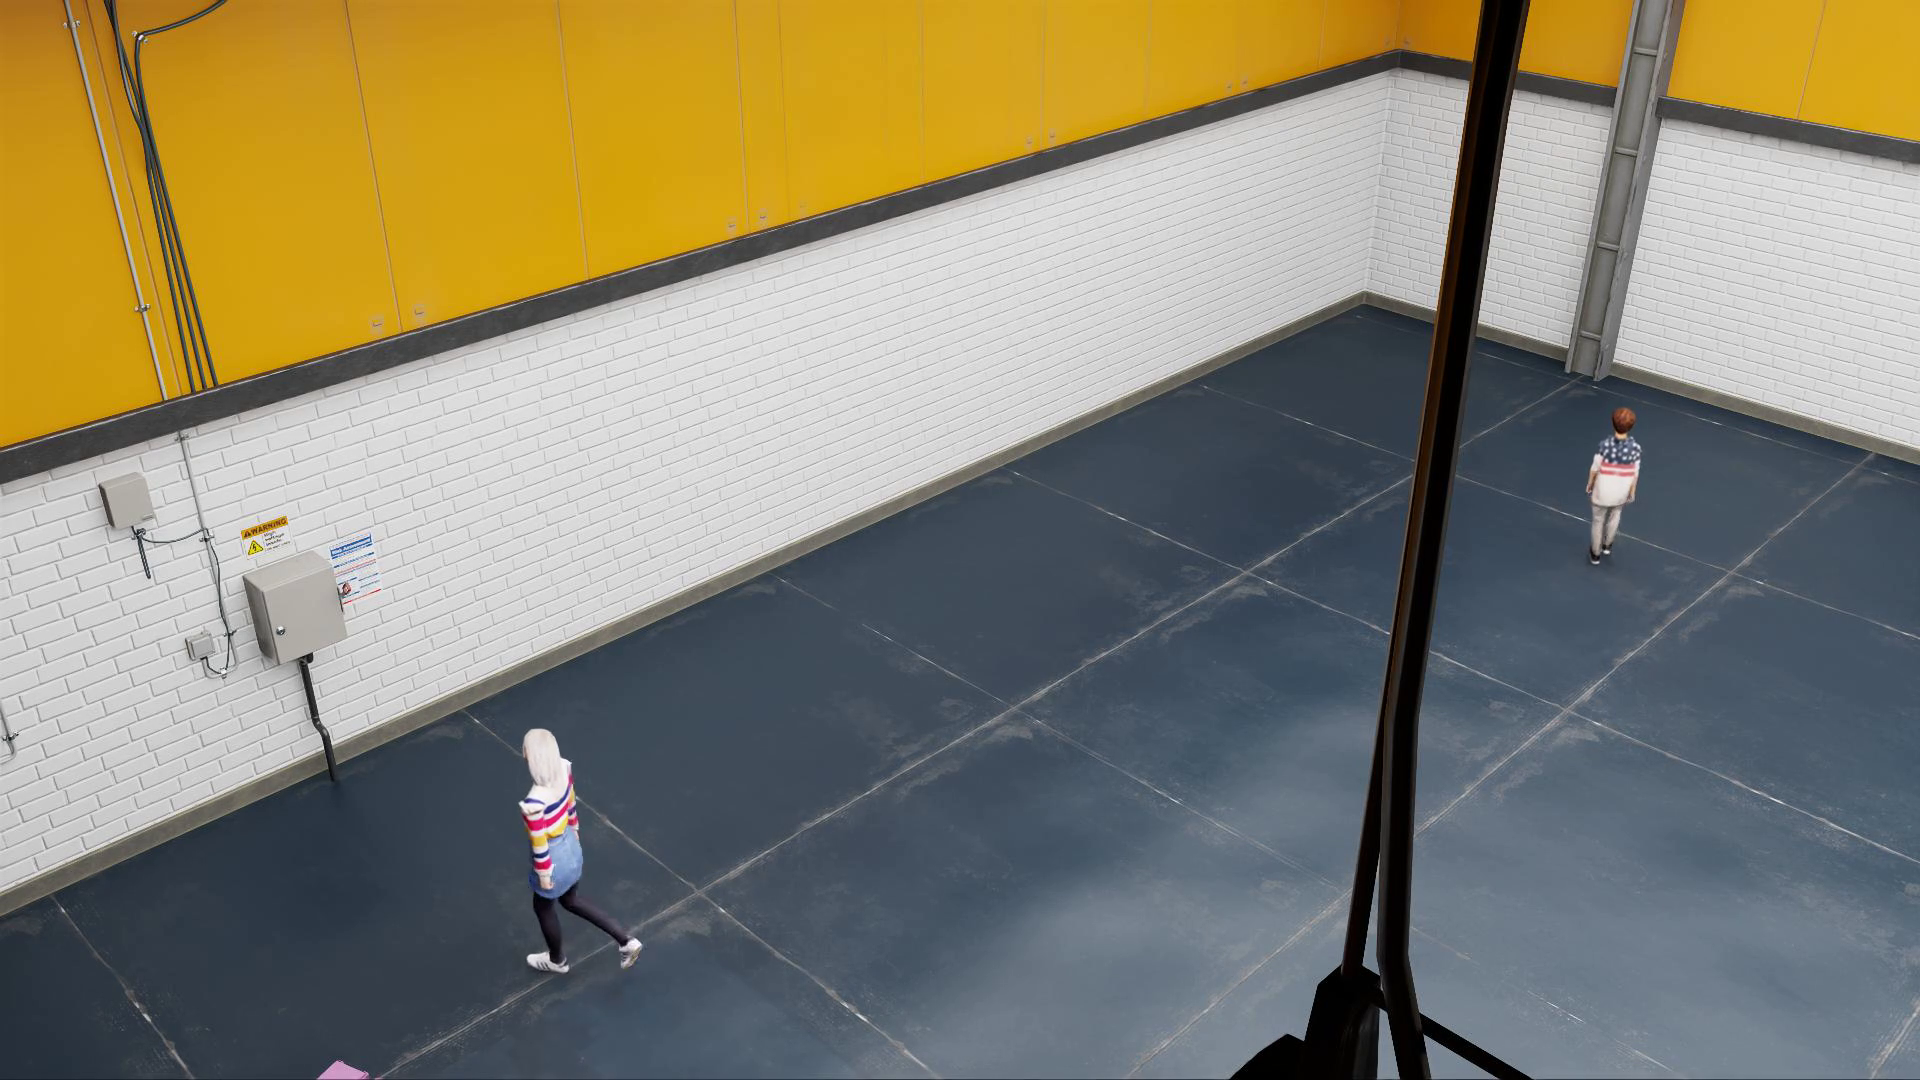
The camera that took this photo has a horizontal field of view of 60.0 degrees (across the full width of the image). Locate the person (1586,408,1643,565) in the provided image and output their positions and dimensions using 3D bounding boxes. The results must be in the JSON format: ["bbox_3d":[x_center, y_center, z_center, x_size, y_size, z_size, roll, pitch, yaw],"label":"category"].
[{"bbox_3d":[5.642,-0.443,14.369,0.689,1.430,0.745,6,29,11],"label":"person"}]

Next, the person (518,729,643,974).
[{"bbox_3d":[-2.286,1.878,9.739,1.116,1.790,0.958,7,29,13],"label":"person"}]
